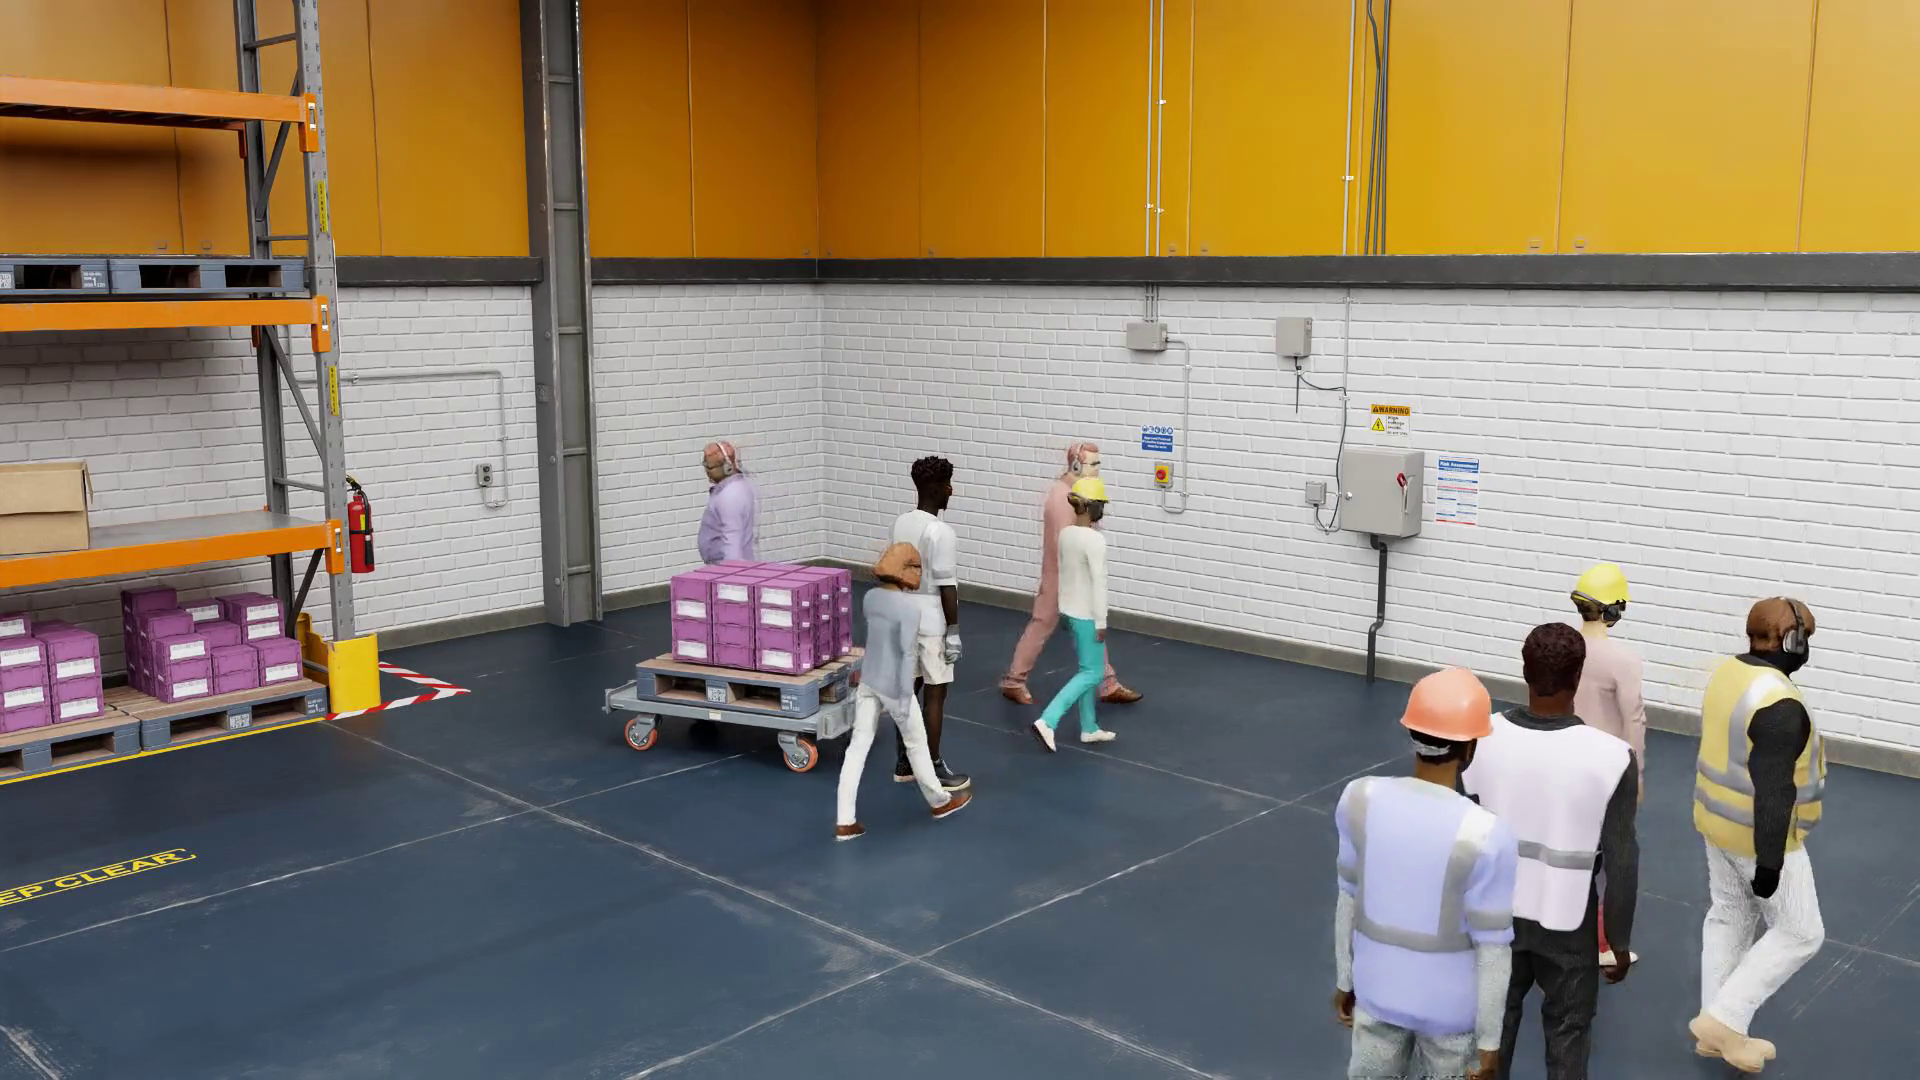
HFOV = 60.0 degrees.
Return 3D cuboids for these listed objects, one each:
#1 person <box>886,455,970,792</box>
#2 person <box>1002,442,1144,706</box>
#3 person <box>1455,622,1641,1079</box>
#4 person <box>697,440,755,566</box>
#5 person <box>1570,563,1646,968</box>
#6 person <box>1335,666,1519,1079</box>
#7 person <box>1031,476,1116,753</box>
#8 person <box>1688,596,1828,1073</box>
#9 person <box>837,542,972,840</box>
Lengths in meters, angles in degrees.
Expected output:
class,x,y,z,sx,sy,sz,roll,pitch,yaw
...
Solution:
class,x,y,z,sx,sy,sz,roll,pitch,yaw
person,-0.191,0.481,9.704,0.362,1.963,0.613,-7,11,-35
person,0.745,0.250,11.503,0.951,1.862,0.674,3,10,20
person,1.869,1.213,5.370,0.594,1.916,0.387,6,11,34
person,-1.545,0.210,11.719,0.911,1.862,0.670,1,9,4
person,2.757,0.977,7.275,0.317,1.769,0.523,-6,11,-33
person,1.289,1.313,4.761,0.552,1.917,0.659,8,12,39
person,0.719,0.475,10.468,0.606,1.735,0.559,-4,10,-22
person,3.024,1.114,6.300,0.445,1.815,0.637,1,9,4
person,-0.348,0.792,8.940,0.874,1.575,0.521,-8,12,-41
